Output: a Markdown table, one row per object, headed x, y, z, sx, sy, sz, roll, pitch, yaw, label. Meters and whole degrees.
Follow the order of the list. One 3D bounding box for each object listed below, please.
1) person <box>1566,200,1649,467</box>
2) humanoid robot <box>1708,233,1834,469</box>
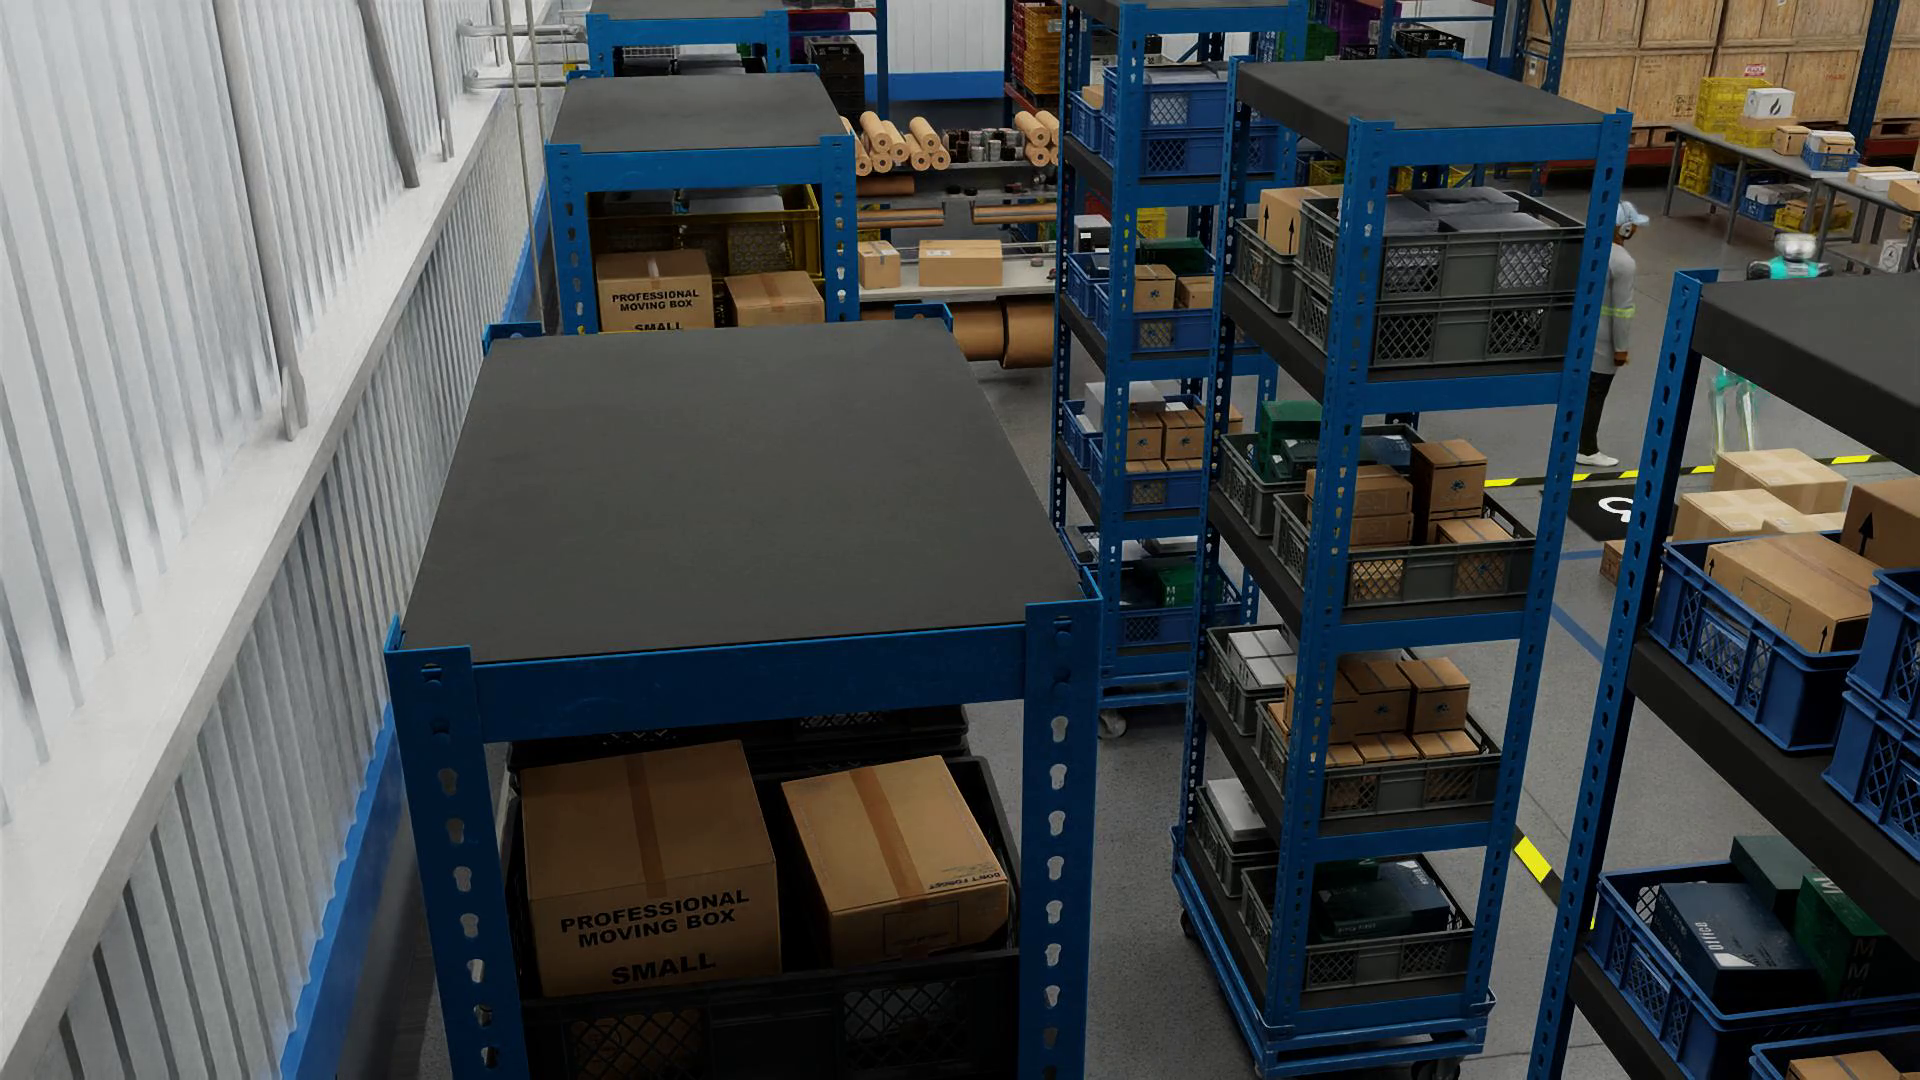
| x | y | z | sx | sy | sz | roll | pitch | yaw | label |
| --- | --- | --- | --- | --- | --- | --- | --- | --- | --- |
| 4.448 | -1.425 | 11.501 | 0.369 | 1.853 | 0.588 | -5 | 25 | -11 | person |
| 5.371 | -1.304 | 11.216 | 0.533 | 1.677 | 0.735 | 1 | 25 | 2 | humanoid robot |
